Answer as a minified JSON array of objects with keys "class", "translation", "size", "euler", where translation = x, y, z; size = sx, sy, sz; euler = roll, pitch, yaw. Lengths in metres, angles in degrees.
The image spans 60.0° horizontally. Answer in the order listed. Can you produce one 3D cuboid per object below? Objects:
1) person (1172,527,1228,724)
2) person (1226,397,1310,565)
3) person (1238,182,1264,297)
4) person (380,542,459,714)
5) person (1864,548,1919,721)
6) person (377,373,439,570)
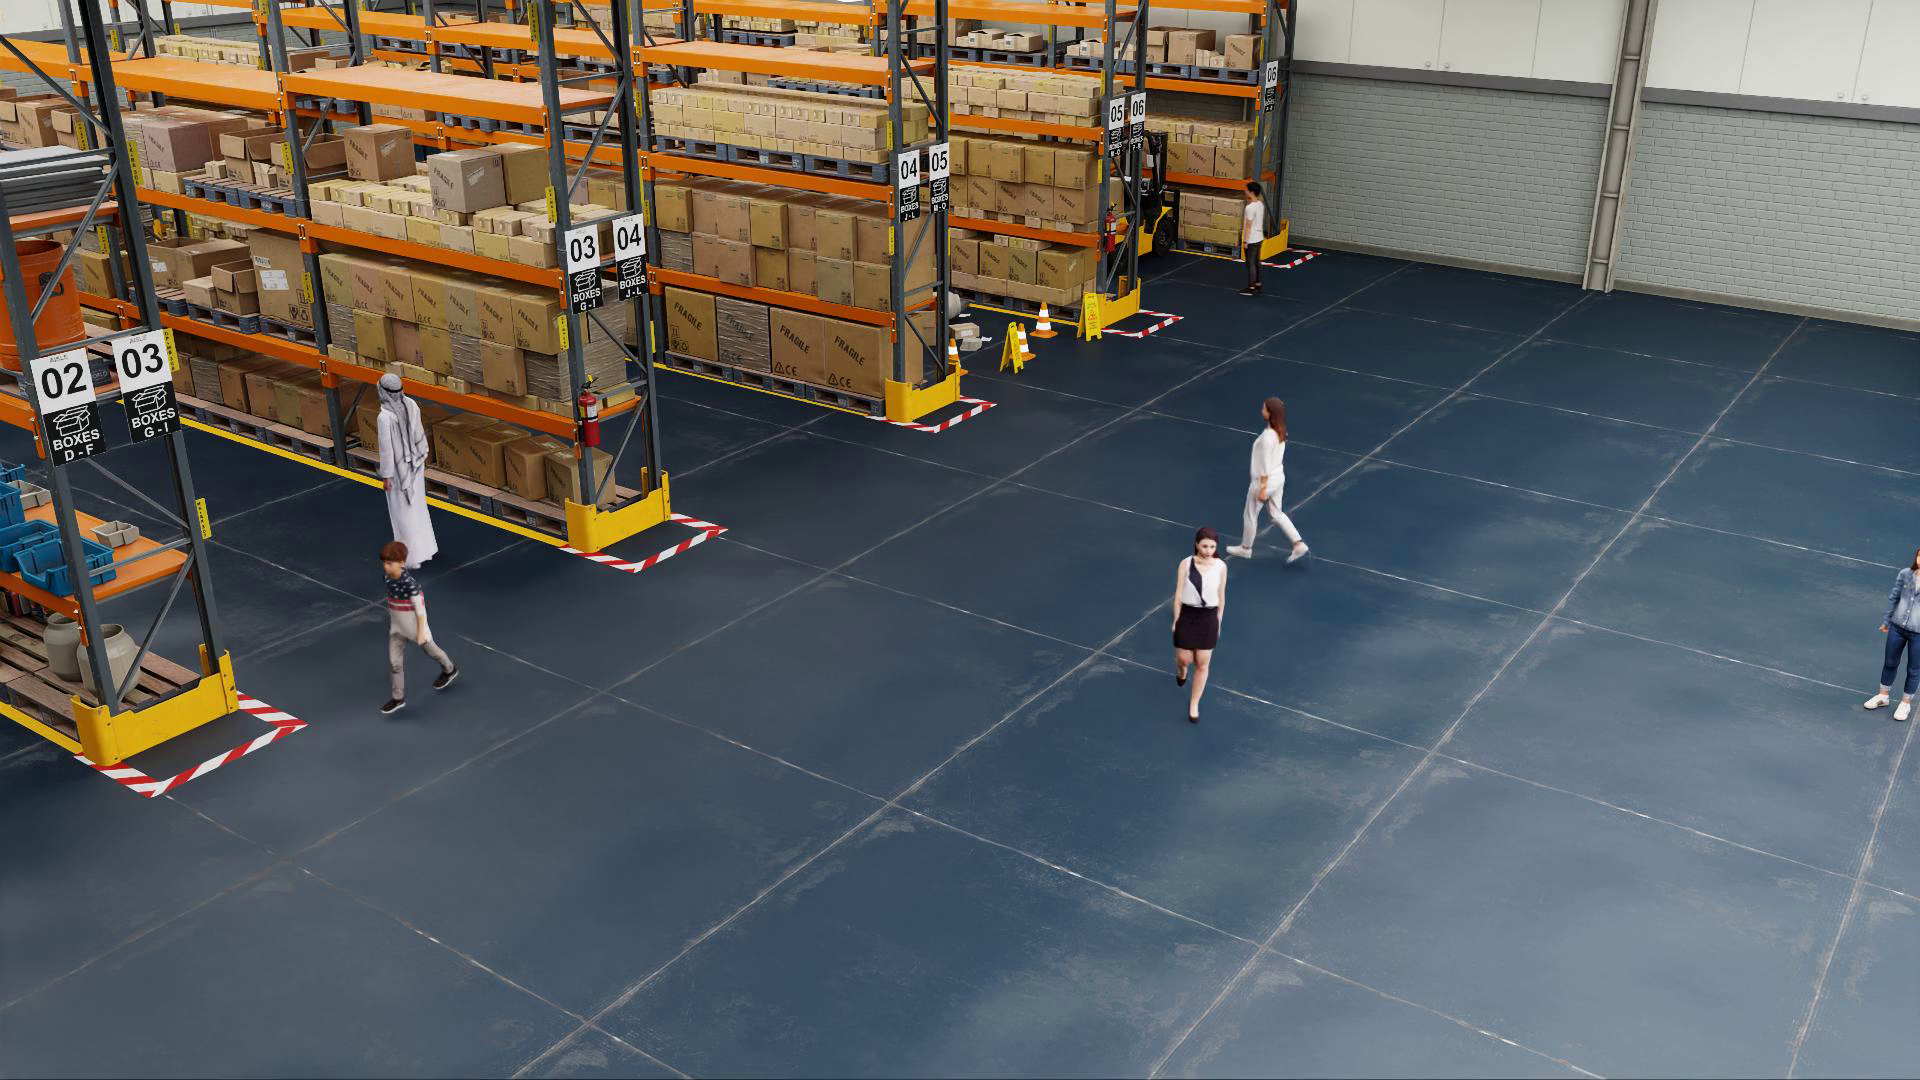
[{"class":"person","translation":[1.868,0.633,13.197],"size":[0.819,1.635,0.848],"euler":[0,23,-1]},{"class":"person","translation":[3.017,-0.539,15.918],"size":[1.048,1.663,0.635],"euler":[14,27,29]},{"class":"person","translation":[4.494,-4.617,25.444],"size":[0.546,1.714,0.636],"euler":[14,27,29]},{"class":"person","translation":[-4.399,0.655,13.448],"size":[0.957,1.399,0.675],"euler":[11,26,25]},{"class":"person","translation":[7.572,0.706,13.230],"size":[0.691,1.476,0.538],"euler":[-16,28,-34]},{"class":"person","translation":[-5.320,-0.667,15.882],"size":[0.720,1.927,0.750],"euler":[8,24,19]}]
